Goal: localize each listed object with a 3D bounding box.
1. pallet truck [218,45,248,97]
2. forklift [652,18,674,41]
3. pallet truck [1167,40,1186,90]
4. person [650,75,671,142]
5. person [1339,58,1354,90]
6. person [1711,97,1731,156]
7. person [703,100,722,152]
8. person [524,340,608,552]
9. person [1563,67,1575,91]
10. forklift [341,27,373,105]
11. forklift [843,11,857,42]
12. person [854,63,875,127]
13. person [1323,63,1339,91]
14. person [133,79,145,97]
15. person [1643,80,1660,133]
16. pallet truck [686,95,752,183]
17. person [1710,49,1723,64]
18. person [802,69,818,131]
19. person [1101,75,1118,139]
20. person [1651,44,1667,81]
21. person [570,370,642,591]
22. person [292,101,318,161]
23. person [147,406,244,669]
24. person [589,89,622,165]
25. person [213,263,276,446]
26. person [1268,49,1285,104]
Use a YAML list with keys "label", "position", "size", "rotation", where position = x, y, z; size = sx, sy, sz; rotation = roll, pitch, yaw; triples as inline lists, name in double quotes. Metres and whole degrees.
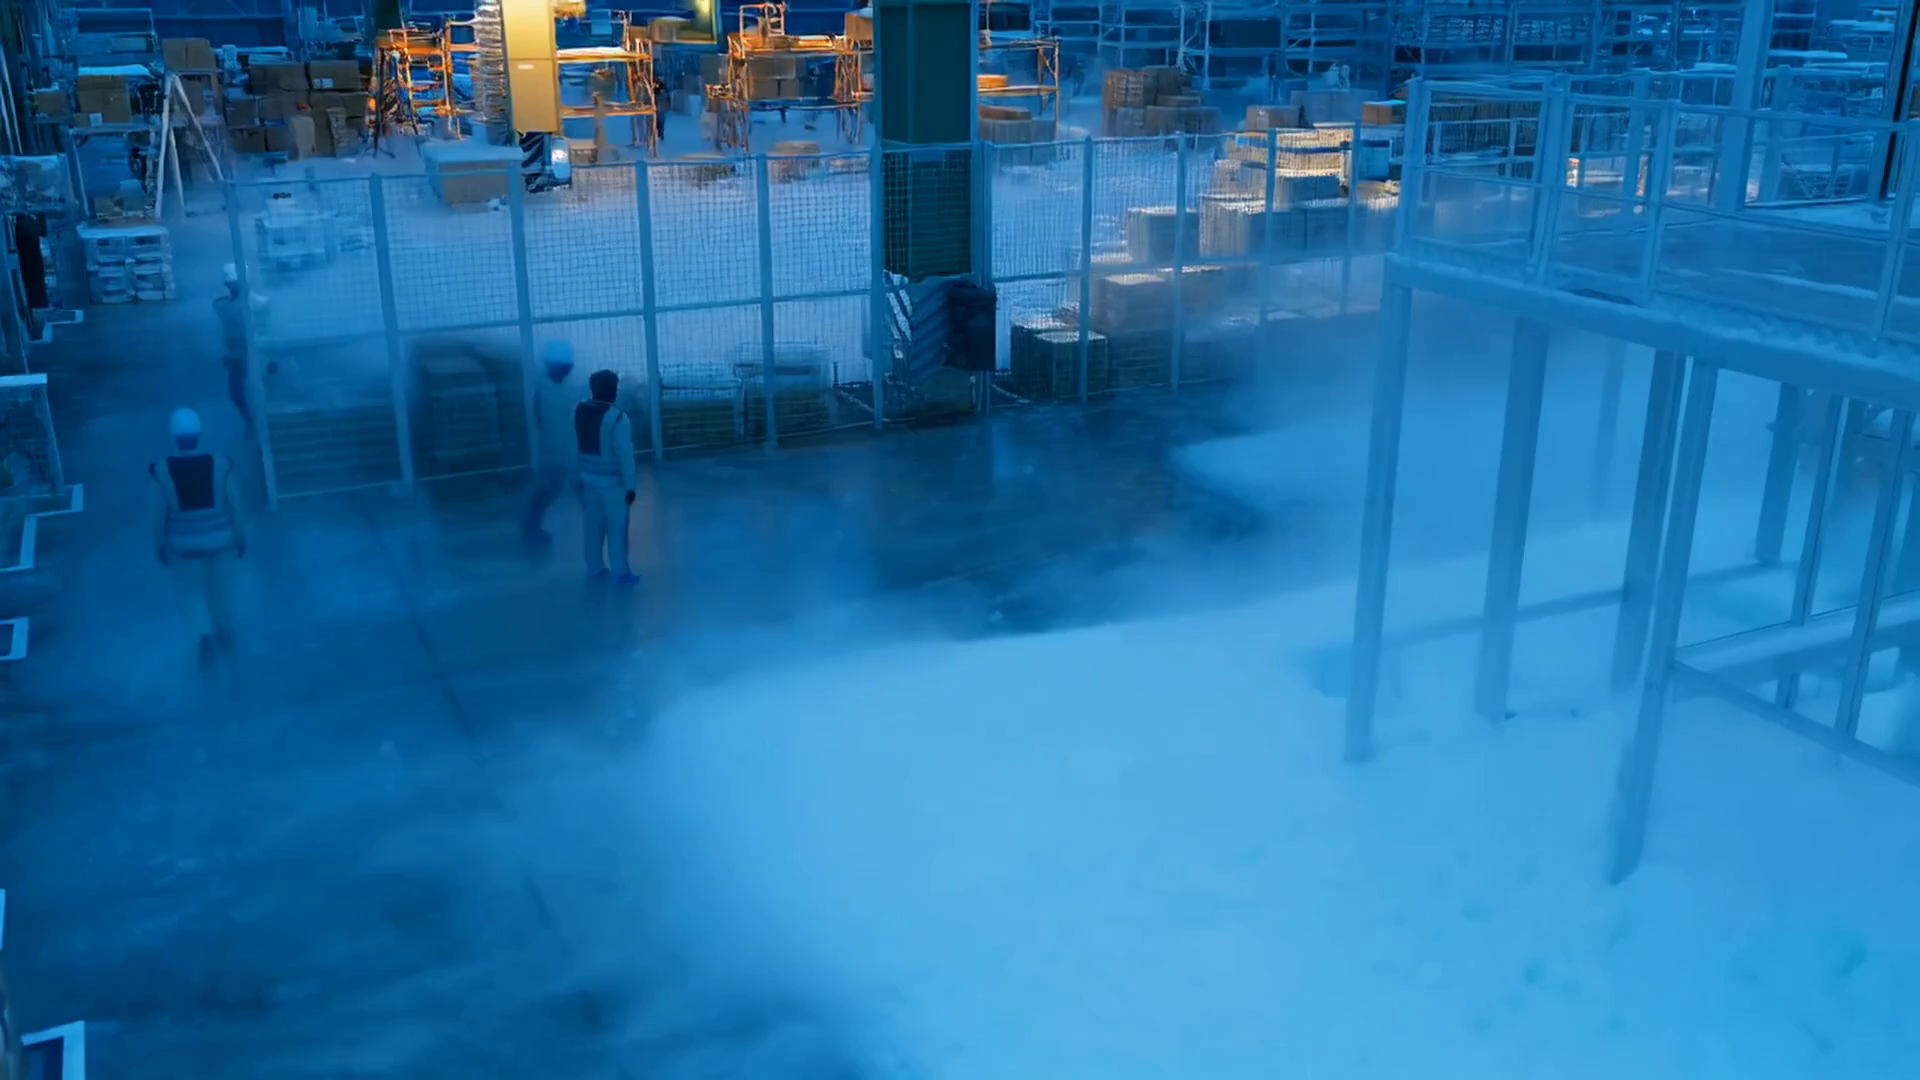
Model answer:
- label: "pallet truck"
  position: [-28.879, -18.665, 66.111]
  size: [0.823, 1.965, 1.885]
  rotation: [-3, 19, -9]
- label: "forklift"
  position: [-12.849, -21.249, 72.267]
  size: [1.873, 2.768, 1.129]
  rotation: [14, 24, 36]
- label: "pallet truck"
  position: [9.045, -19.971, 69.895]
  size: [0.823, 1.965, 1.885]
  rotation: [-3, 19, -8]
- label: "person"
  position: [-8.835, -12.739, 49.081]
  size: [0.591, 1.904, 0.817]
  rotation: [-7, 20, -19]
- label: "person"
  position: [13.764, -16.248, 59.336]
  size: [0.676, 1.825, 1.008]
  rotation: [17, 25, 40]
- label: "person"
  position: [20.739, -11.095, 44.781]
  size: [0.720, 1.594, 0.558]
  rotation: [15, 24, 36]
- label: "person"
  position: [-6.191, -9.932, 41.092]
  size: [0.840, 1.806, 0.620]
  rotation: [-14, 23, -35]
- label: "person"
  position: [-3.488, -0.830, 14.585]
  size: [0.977, 1.890, 0.558]
  rotation: [4, 19, 11]
- label: "person"
  position: [19.176, -13.955, 52.547]
  size: [0.545, 1.938, 0.359]
  rotation: [-17, 25, -40]
- label: "forklift"
  position: [-22.275, -17.346, 60.954]
  size: [1.873, 2.768, 1.129]
  rotation: [-9, 21, -25]
- label: "forklift"
  position: [-5.498, -25.080, 83.372]
  size: [1.873, 2.768, 1.129]
  rotation: [-9, 21, -25]
- label: "person"
  position: [-3.099, -14.277, 53.325]
  size: [0.900, 2.000, 0.704]
  rotation: [-7, 20, -20]
- label: "person"
  position: [13.316, -16.280, 59.702]
  size: [0.559, 1.676, 0.346]
  rotation: [10, 21, 26]
- label: "person"
  position: [-25.331, -13.406, 51.422]
  size: [0.523, 1.632, 0.313]
  rotation: [6, 20, 17]
- label: "person"
  position: [19.336, -11.858, 46.505]
  size: [0.548, 1.910, 0.736]
  rotation: [-6, 20, -16]
- label: "pallet truck"
  position: [-5.836, -9.608, 39.856]
  size: [0.823, 1.965, 1.885]
  rotation: [10, 22, 27]
- label: "person"
  position: [31.189, -19.379, 68.649]
  size: [0.566, 1.696, 0.918]
  rotation: [-3, 19, -9]
- label: "person"
  position: [-4.665, -13.808, 52.189]
  size: [0.498, 1.911, 0.677]
  rotation: [1, 19, 4]
- label: "person"
  position: [4.468, -12.947, 49.748]
  size: [0.509, 1.860, 0.334]
  rotation: [8, 21, 22]
- label: "person"
  position: [31.268, -21.304, 74.260]
  size: [0.545, 1.661, 0.812]
  rotation: [0, 19, 0]
- label: "person"
  position: [-2.895, -0.492, 13.688]
  size: [0.619, 1.836, 0.431]
  rotation: [12, 22, 31]
- label: "person"
  position: [-15.541, -9.475, 39.624]
  size: [0.605, 1.886, 0.888]
  rotation: [4, 19, 11]
- label: "person"
  position: [-5.563, -0.021, 12.185]
  size: [0.616, 1.920, 0.829]
  rotation: [-10, 22, -27]
- label: "person"
  position: [-9.290, -10.740, 43.265]
  size: [0.779, 1.918, 0.633]
  rotation: [-7, 20, -20]
- label: "person"
  position: [-7.607, -1.973, 17.755]
  size: [0.616, 1.978, 0.429]
  rotation: [-3, 19, -8]
- label: "person"
  position: [11.853, -17.350, 62.297]
  size: [0.612, 1.997, 0.376]
  rotation: [6, 20, 16]
